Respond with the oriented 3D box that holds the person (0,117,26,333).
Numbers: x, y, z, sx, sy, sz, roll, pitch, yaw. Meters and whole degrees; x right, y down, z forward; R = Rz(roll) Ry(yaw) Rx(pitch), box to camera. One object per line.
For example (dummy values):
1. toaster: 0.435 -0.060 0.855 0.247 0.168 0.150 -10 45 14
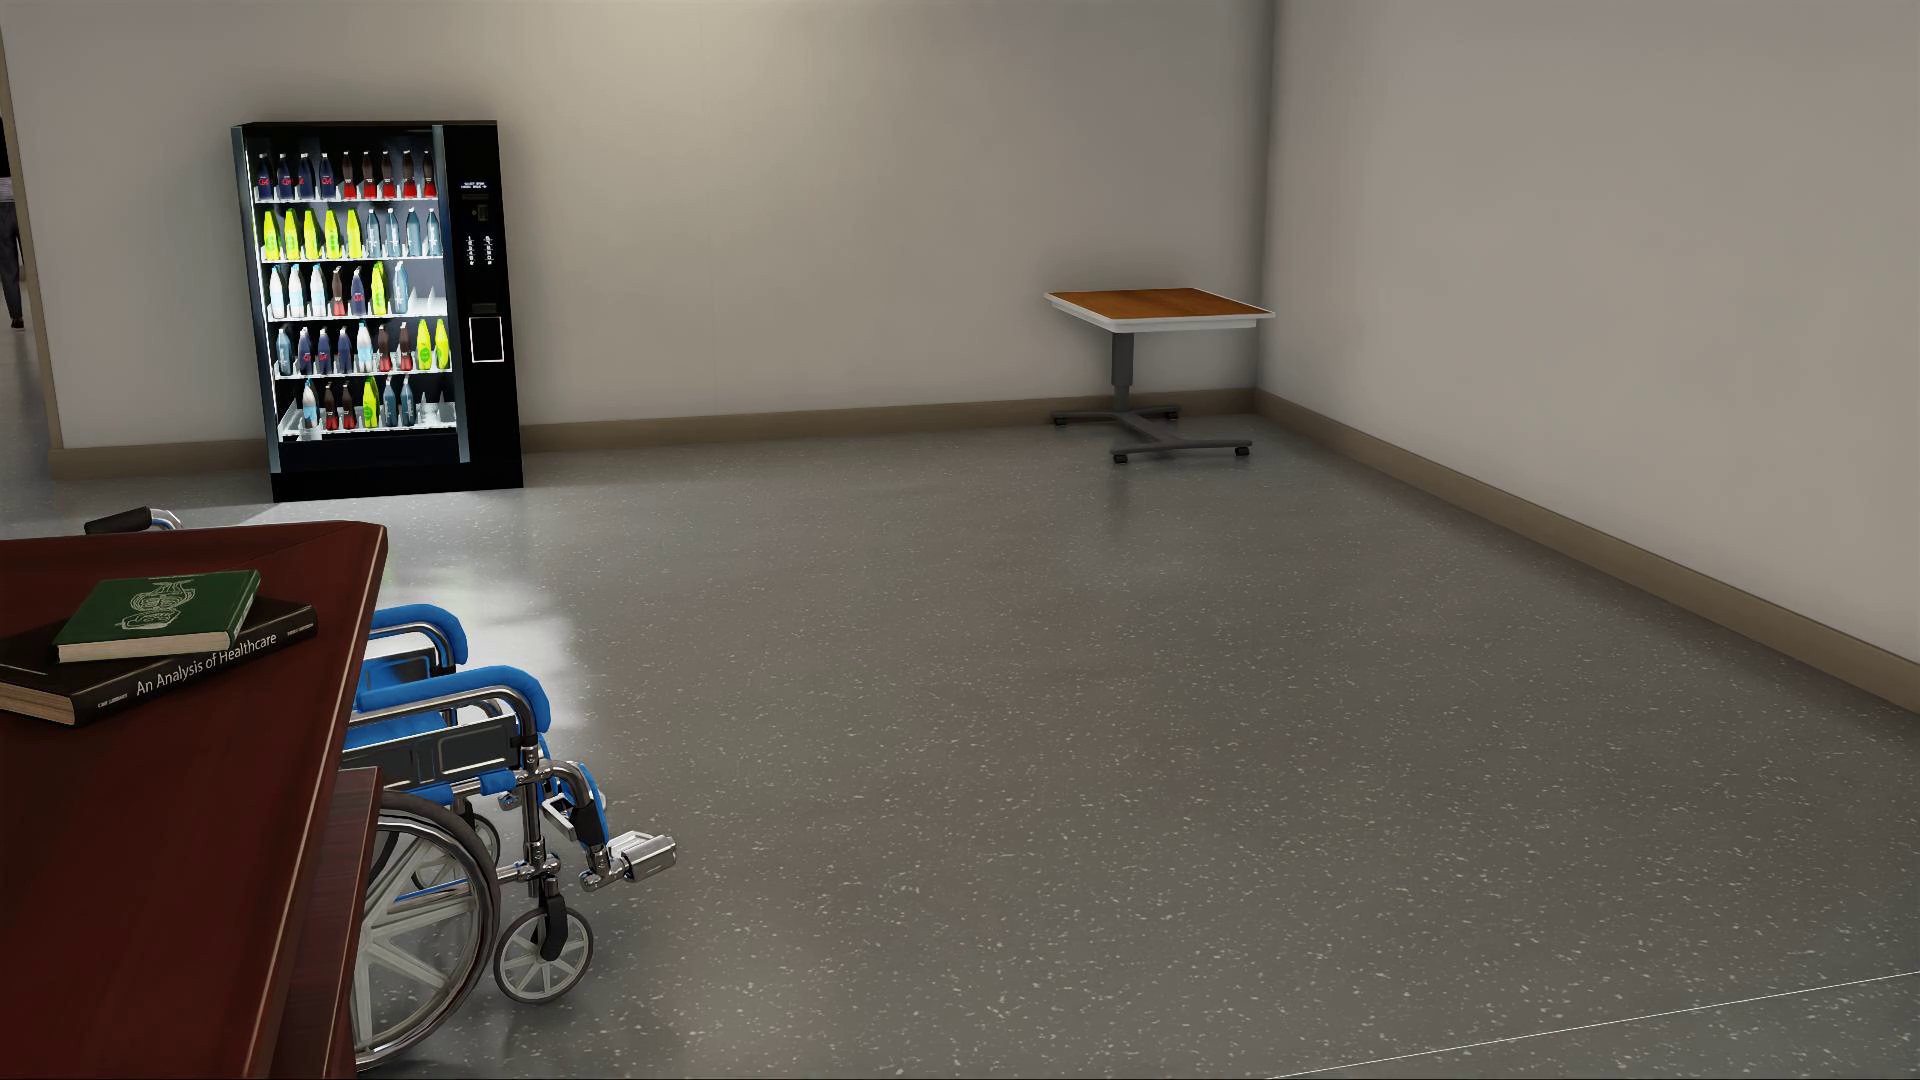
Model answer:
1. person: -7.790 -2.600 13.692 0.511 1.733 0.692 -7 17 -23
